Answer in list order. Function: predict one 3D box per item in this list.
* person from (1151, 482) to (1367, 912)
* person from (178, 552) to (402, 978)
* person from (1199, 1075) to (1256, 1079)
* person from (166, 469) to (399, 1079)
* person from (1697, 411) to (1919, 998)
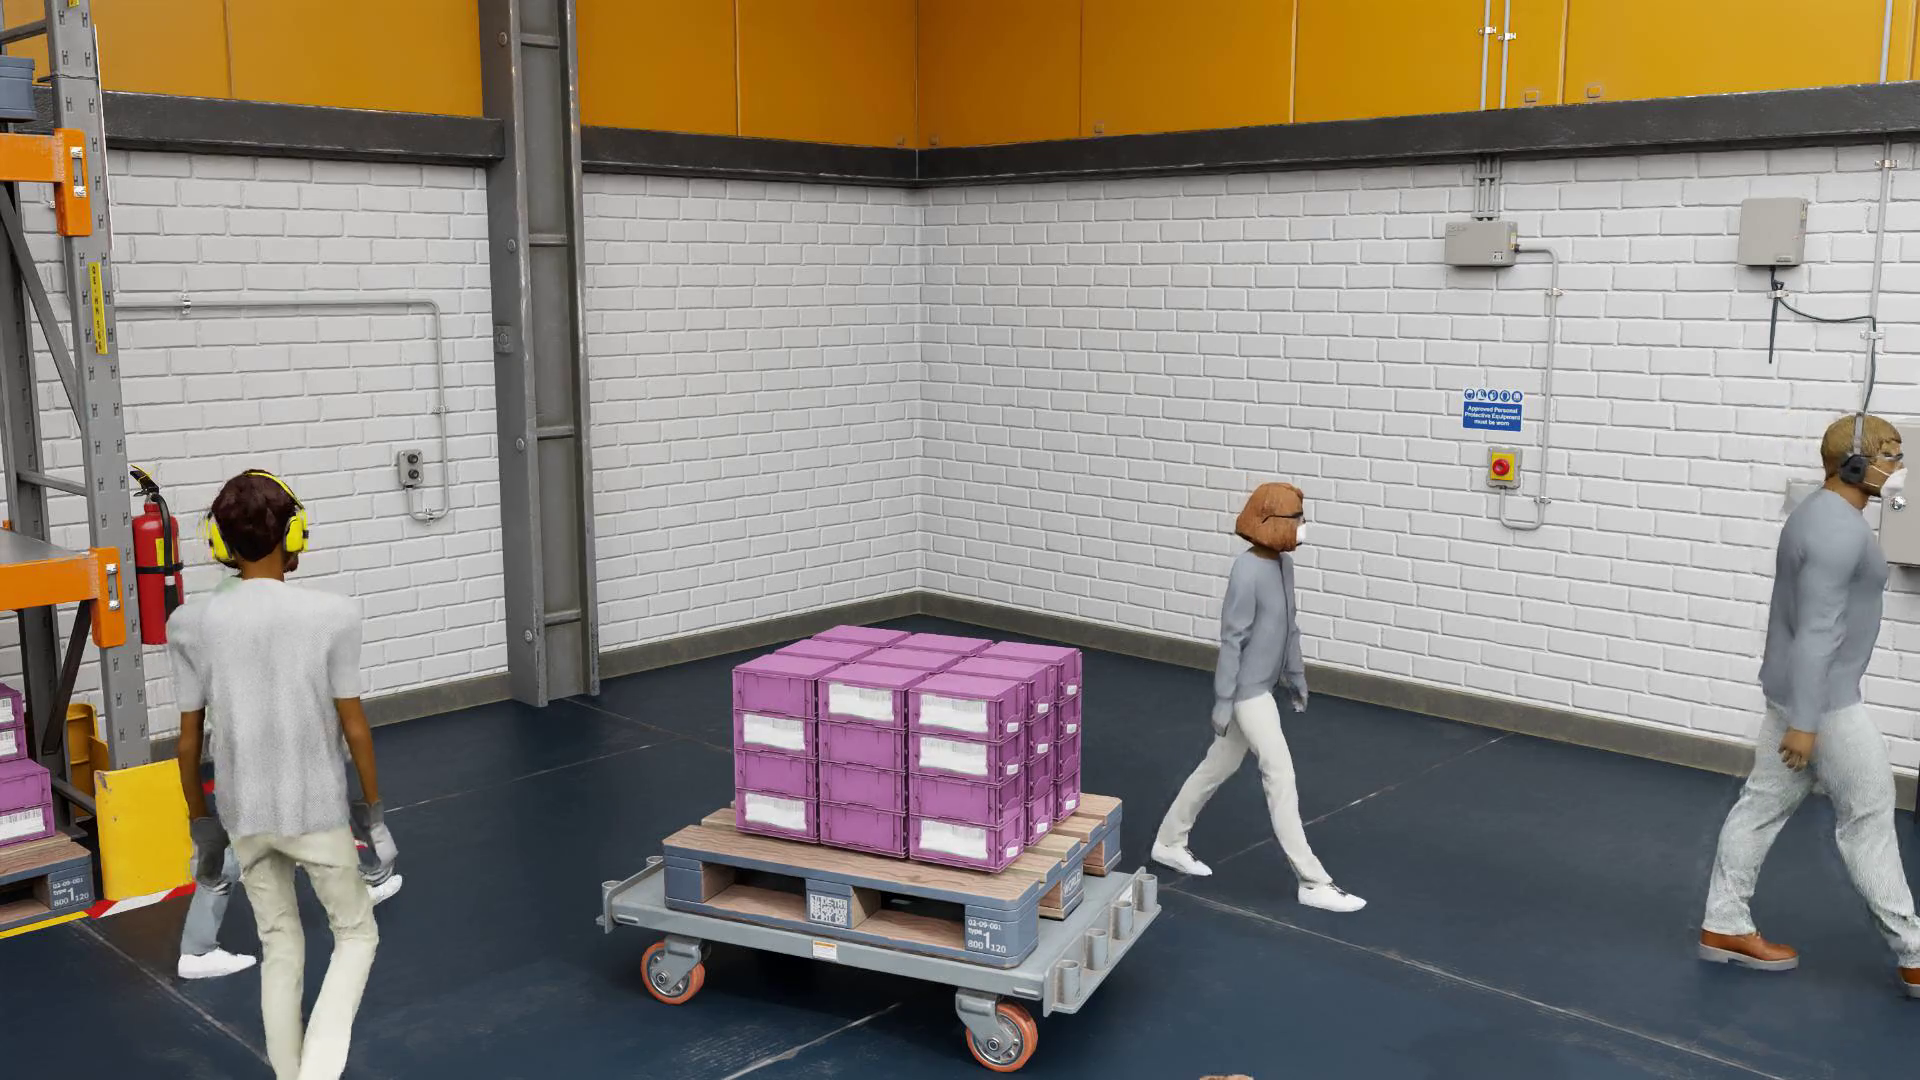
[{"bbox_3d":[1.107,0.561,6.266,0.874,1.588,0.512,4,10,25],"label":"person"},{"bbox_3d":[-2.339,0.653,5.702,0.867,1.587,0.504,-9,13,-43],"label":"person"},{"bbox_3d":[0.317,1.311,1.547,0.527,1.620,0.526,-3,10,-18],"label":"person"},{"bbox_3d":[-1.751,0.750,4.299,0.545,1.847,0.496,0,9,-3],"label":"person"},{"bbox_3d":[2.962,0.536,5.438,0.969,1.899,0.659,3,10,20],"label":"person"}]
